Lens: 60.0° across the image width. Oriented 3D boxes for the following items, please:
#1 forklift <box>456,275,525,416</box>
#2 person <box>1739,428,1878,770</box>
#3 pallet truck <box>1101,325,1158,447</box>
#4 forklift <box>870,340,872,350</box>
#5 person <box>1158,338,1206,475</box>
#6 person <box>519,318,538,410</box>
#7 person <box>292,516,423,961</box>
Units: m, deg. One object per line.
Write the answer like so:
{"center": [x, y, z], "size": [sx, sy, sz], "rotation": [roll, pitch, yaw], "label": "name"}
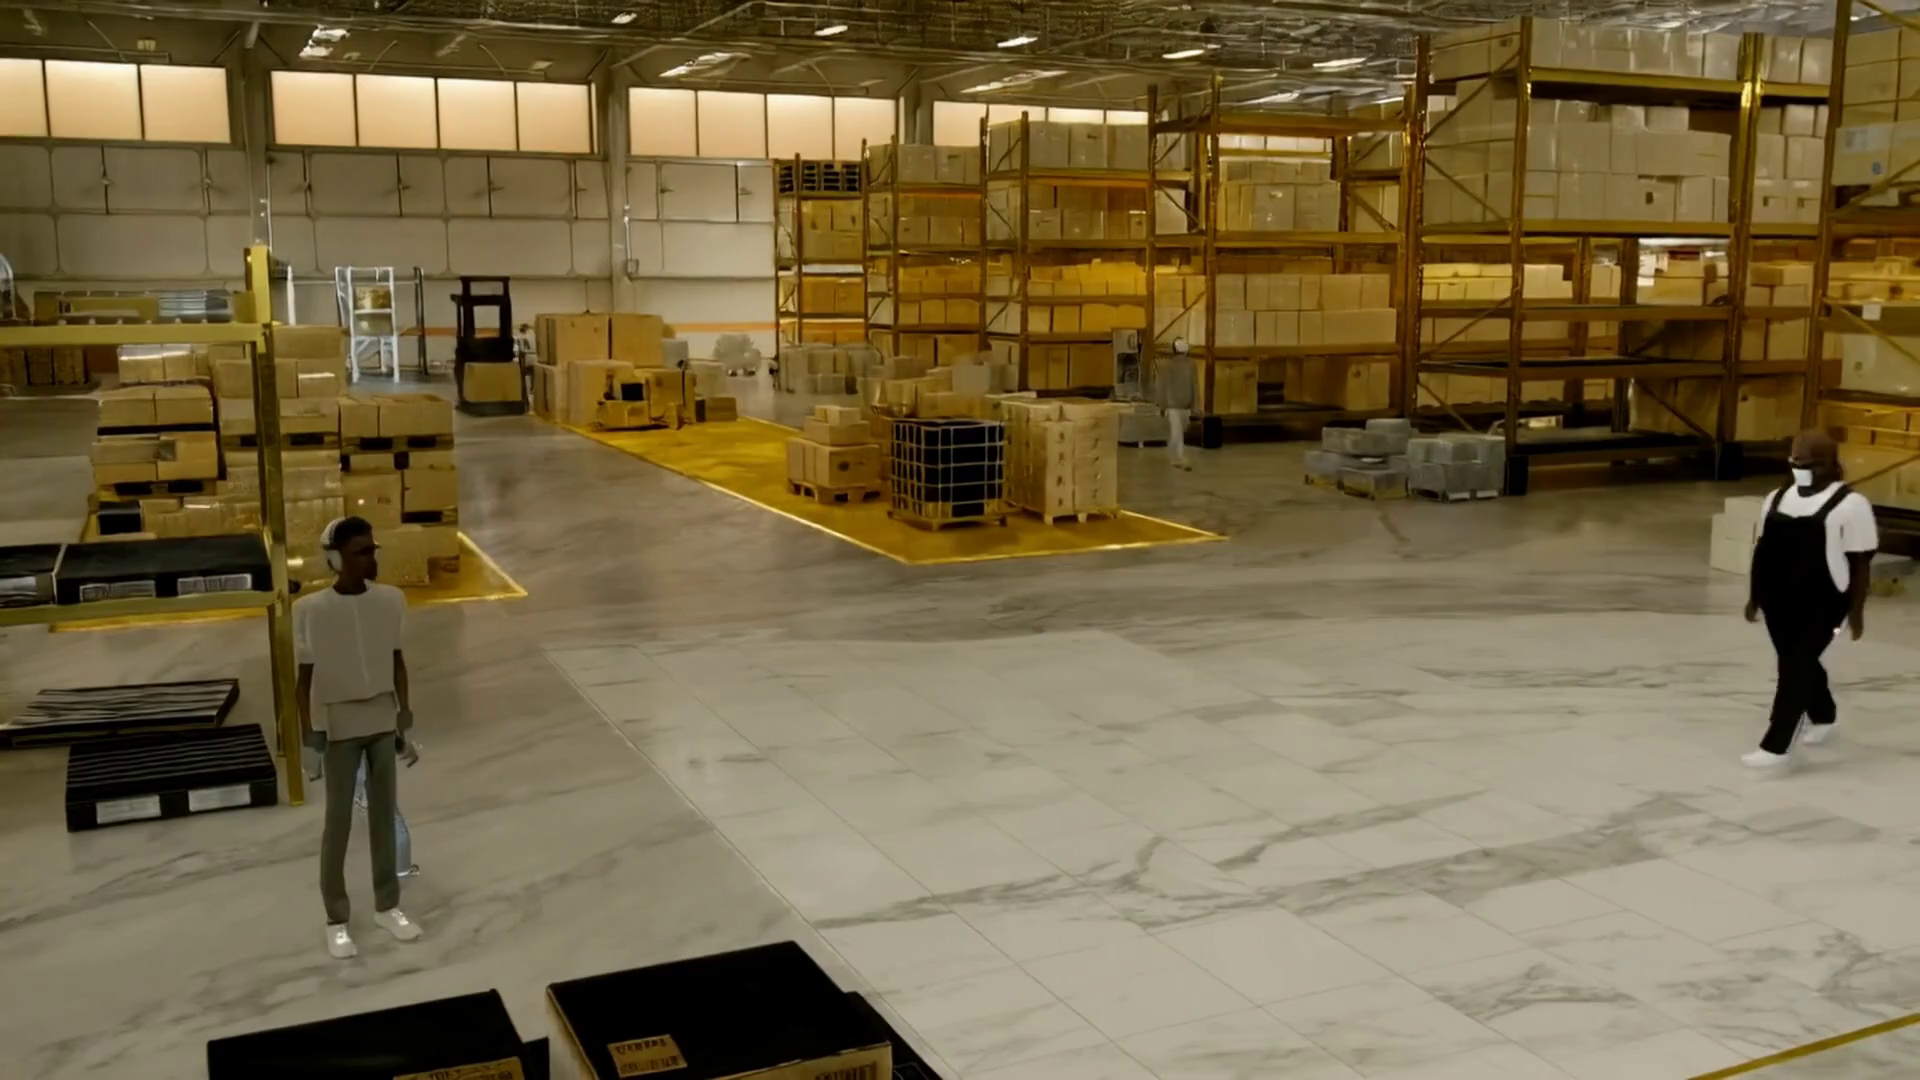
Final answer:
{"center": [-9.588, -3.982, 33.791], "size": [1.129, 2.768, 1.873], "rotation": [-4, 10, -25], "label": "forklift"}
{"center": [5.026, 0.297, 9.844], "size": [0.992, 2.000, 0.690], "rotation": [-4, 10, -23], "label": "person"}
{"center": [2.881, -2.596, 27.923], "size": [0.823, 1.965, 1.885], "rotation": [-1, 9, -7], "label": "pallet truck"}
{"center": [-1.405, -5.617, 43.937], "size": [1.873, 2.768, 1.129], "rotation": [-4, 10, -25], "label": "forklift"}
{"center": [3.217, -1.907, 23.800], "size": [0.616, 1.950, 0.982], "rotation": [-5, 10, -26], "label": "person"}
{"center": [-8.975, -3.699, 34.953], "size": [0.379, 1.937, 0.547], "rotation": [8, 12, 40], "label": "person"}
{"center": [-2.550, 0.824, 7.083], "size": [0.316, 1.875, 0.531], "rotation": [9, 13, 44], "label": "person"}
